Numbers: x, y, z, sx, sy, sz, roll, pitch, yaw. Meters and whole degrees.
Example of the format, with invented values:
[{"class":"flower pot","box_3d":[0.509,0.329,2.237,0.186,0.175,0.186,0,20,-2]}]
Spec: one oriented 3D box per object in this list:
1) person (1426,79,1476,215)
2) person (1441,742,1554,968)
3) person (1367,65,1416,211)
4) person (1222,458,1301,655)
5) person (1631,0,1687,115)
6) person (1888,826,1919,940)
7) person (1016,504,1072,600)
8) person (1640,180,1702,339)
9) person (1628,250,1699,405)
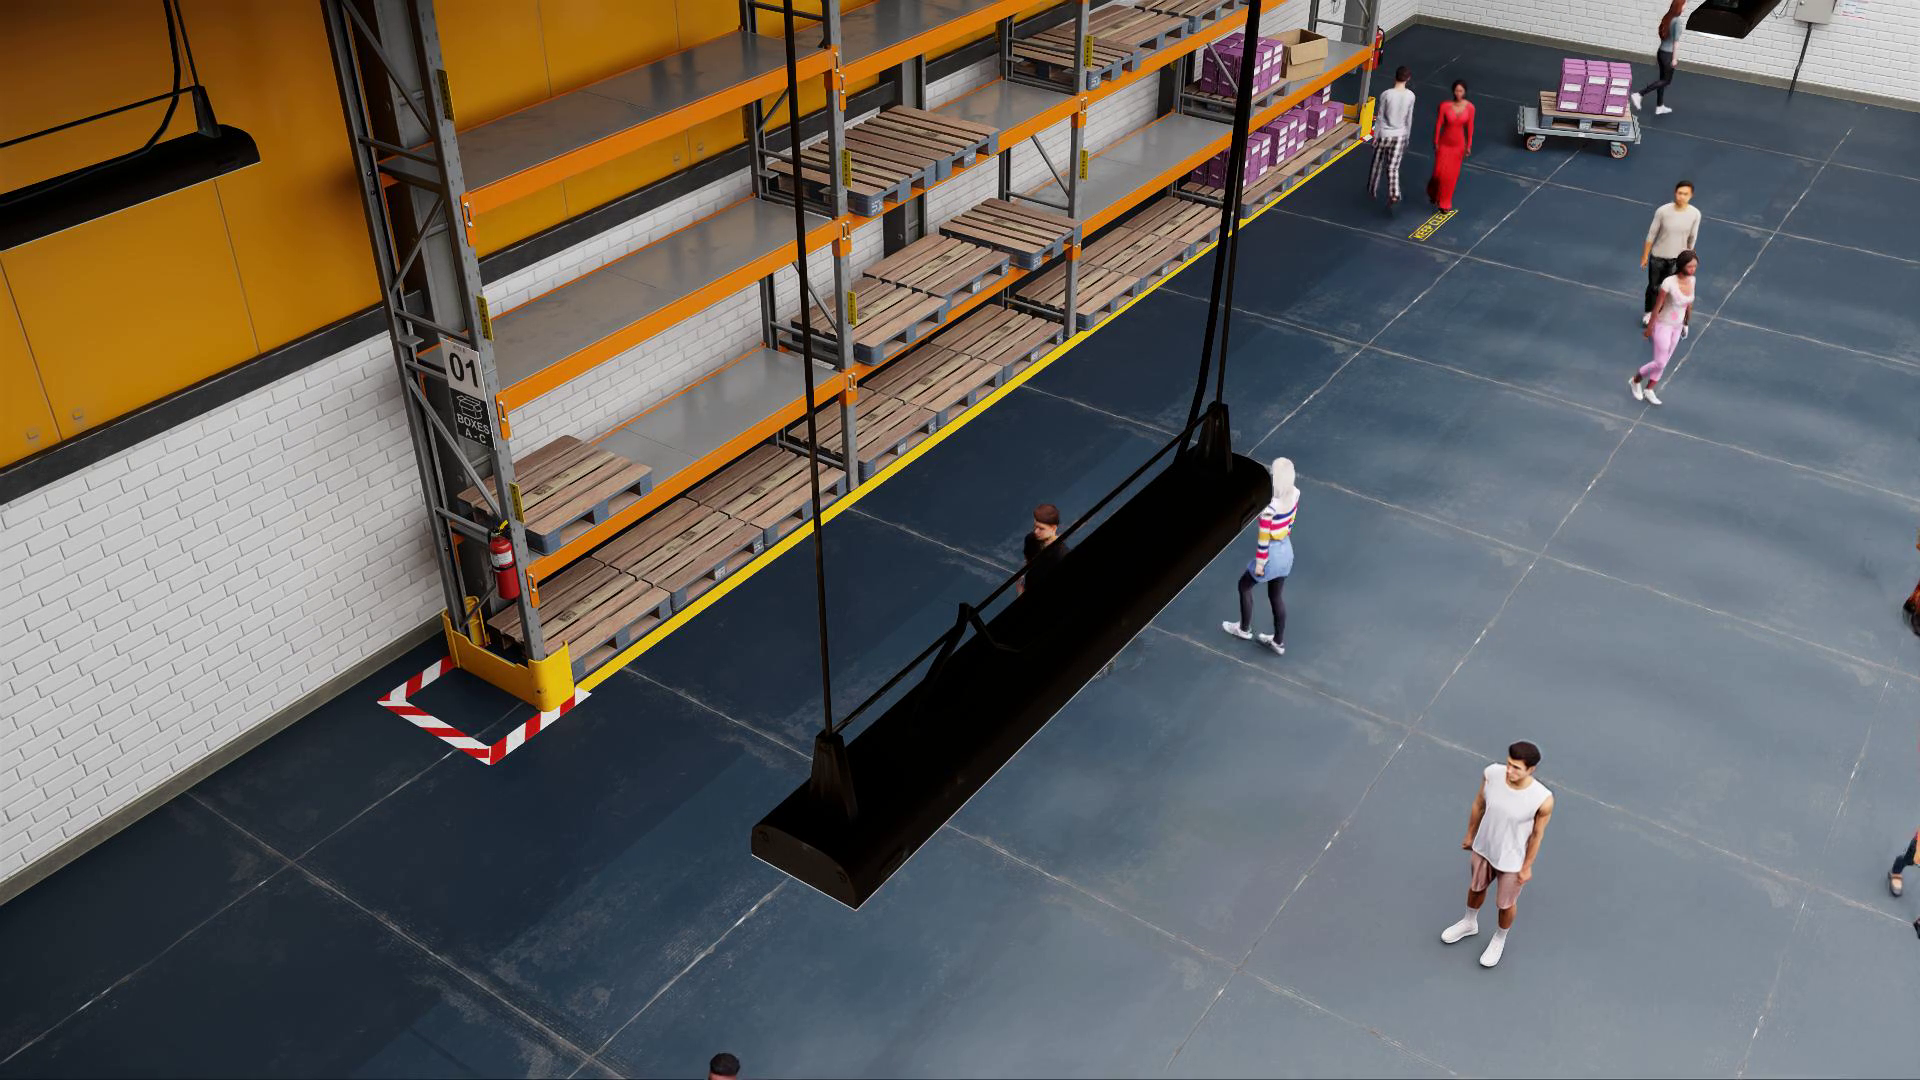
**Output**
[{"class":"person","box_3d":[6.313,-5.079,21.404,0.787,1.772,0.847,1,34,2]},{"class":"person","box_3d":[3.517,1.995,10.748,0.635,1.786,0.692,-26,42,-34]},{"class":"person","box_3d":[5.603,-5.172,21.511,1.019,1.809,1.193,0,34,0]},{"class":"person","box_3d":[2.603,0.169,13.491,0.801,1.791,0.825,-27,42,-35]},{"class":"person","box_3d":[10.344,-7.108,24.493,0.966,1.732,0.955,-1,34,-2]},{"class":"person","box_3d":[6.543,1.993,11.201,0.679,1.289,0.934,7,34,11]},{"class":"person","box_3d":[0.731,0.491,12.954,0.901,1.851,0.805,-24,40,-31]},{"class":"person","box_3d":[7.886,-3.180,18.549,0.842,1.770,1.156,12,35,17]},{"class":"person","box_3d":[7.221,-2.217,17.136,0.721,1.731,0.791,-16,37,-22]}]
